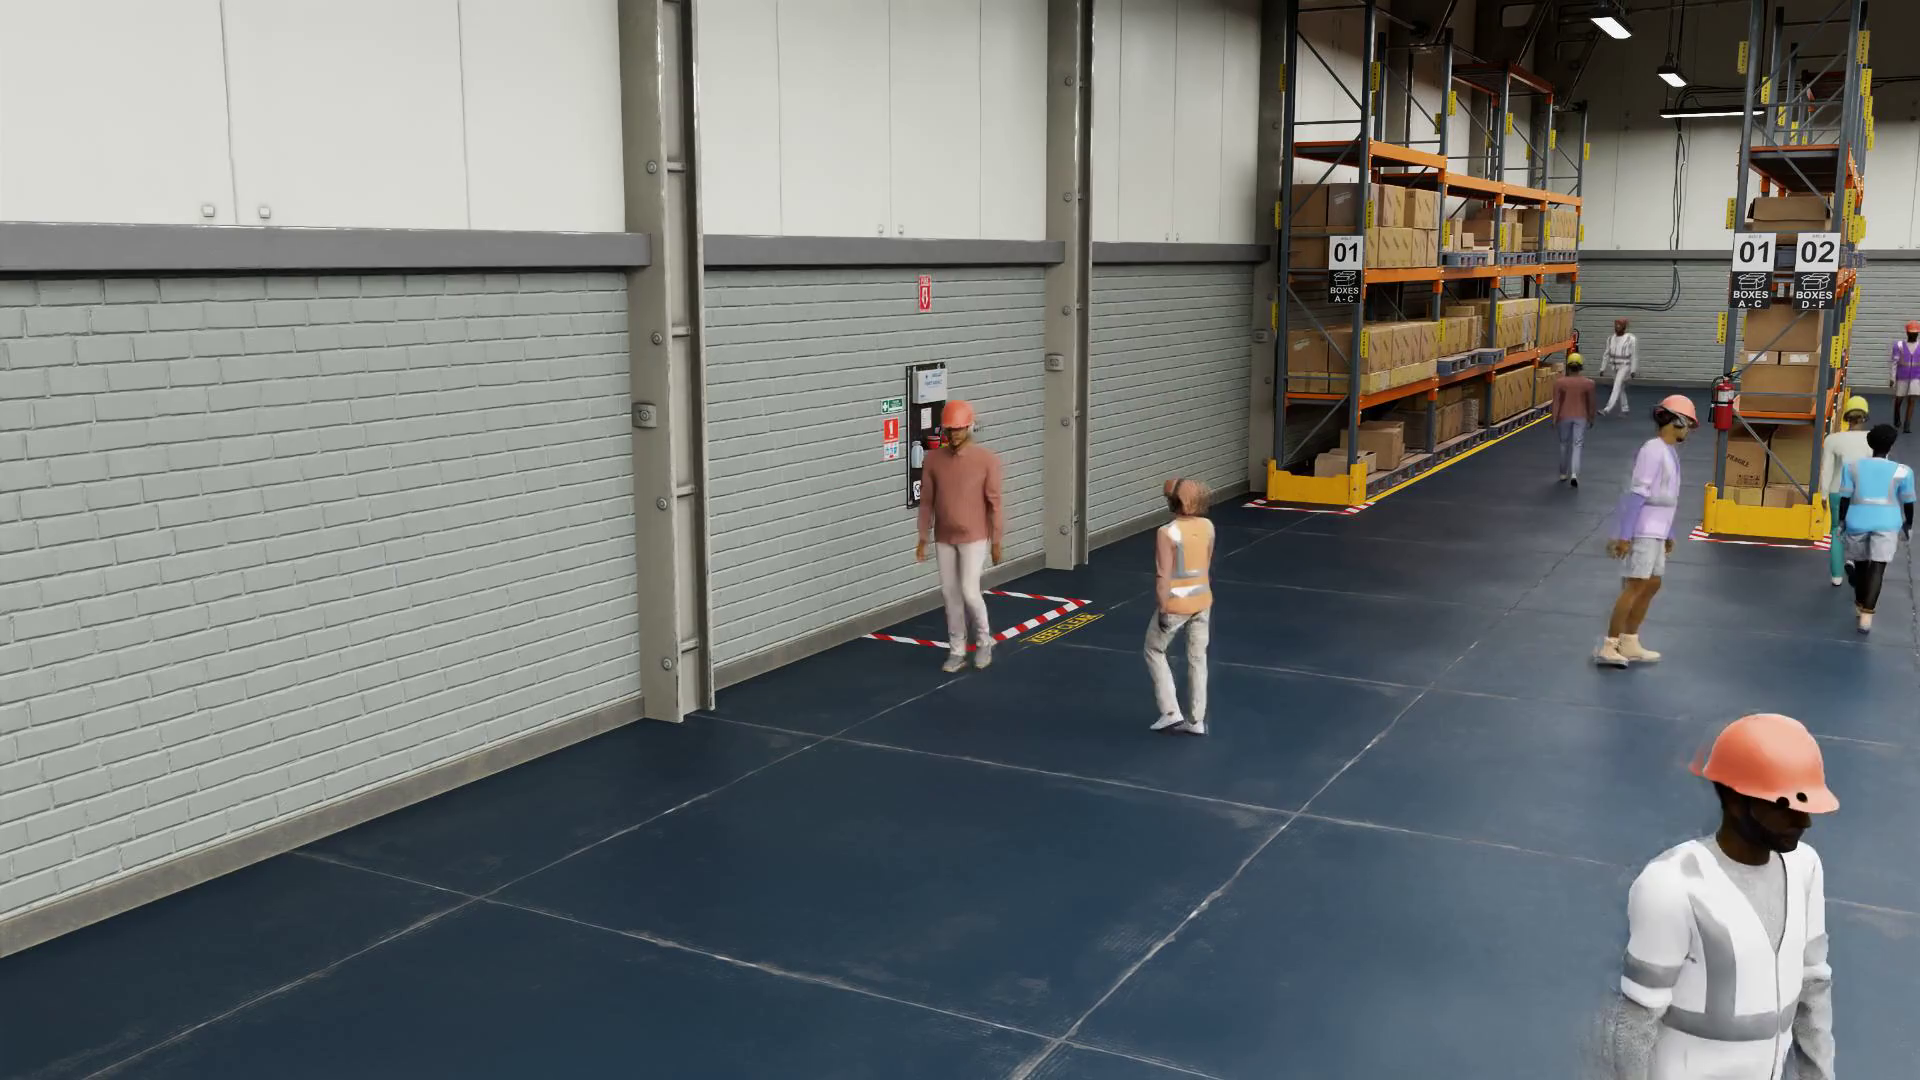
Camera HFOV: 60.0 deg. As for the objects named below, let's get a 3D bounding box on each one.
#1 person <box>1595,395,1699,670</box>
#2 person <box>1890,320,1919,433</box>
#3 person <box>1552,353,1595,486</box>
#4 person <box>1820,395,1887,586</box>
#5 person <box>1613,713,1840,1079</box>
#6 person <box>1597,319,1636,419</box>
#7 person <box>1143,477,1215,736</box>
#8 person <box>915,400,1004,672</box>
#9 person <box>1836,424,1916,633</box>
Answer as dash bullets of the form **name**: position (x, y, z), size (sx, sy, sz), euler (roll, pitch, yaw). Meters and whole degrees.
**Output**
- **person**: position (5.016, -0.056, 12.121), size (0.521, 1.990, 0.734), euler (7, 12, 37)
- **person**: position (16.191, -2.799, 28.406), size (0.547, 1.917, 0.694), euler (4, 10, 22)
- **person**: position (8.053, -1.591, 21.882), size (0.521, 1.726, 0.893), euler (4, 11, 24)
- **person**: position (8.003, -0.419, 14.940), size (0.536, 1.747, 0.536), euler (7, 12, 34)
- **person**: position (1.916, 1.356, 4.054), size (0.546, 1.913, 0.657), euler (-6, 11, -30)
- **person**: position (12.083, -3.152, 30.696), size (0.979, 1.828, 0.596), euler (-5, 11, -29)
- **person**: position (1.385, 0.419, 10.381), size (0.513, 1.627, 0.419), euler (-7, 12, -36)
- **person**: position (-0.014, -0.020, 11.925), size (0.633, 1.977, 0.426), euler (5, 11, 27)
- **person**: position (7.355, -0.103, 13.378), size (0.541, 1.651, 0.869), euler (7, 12, 37)
